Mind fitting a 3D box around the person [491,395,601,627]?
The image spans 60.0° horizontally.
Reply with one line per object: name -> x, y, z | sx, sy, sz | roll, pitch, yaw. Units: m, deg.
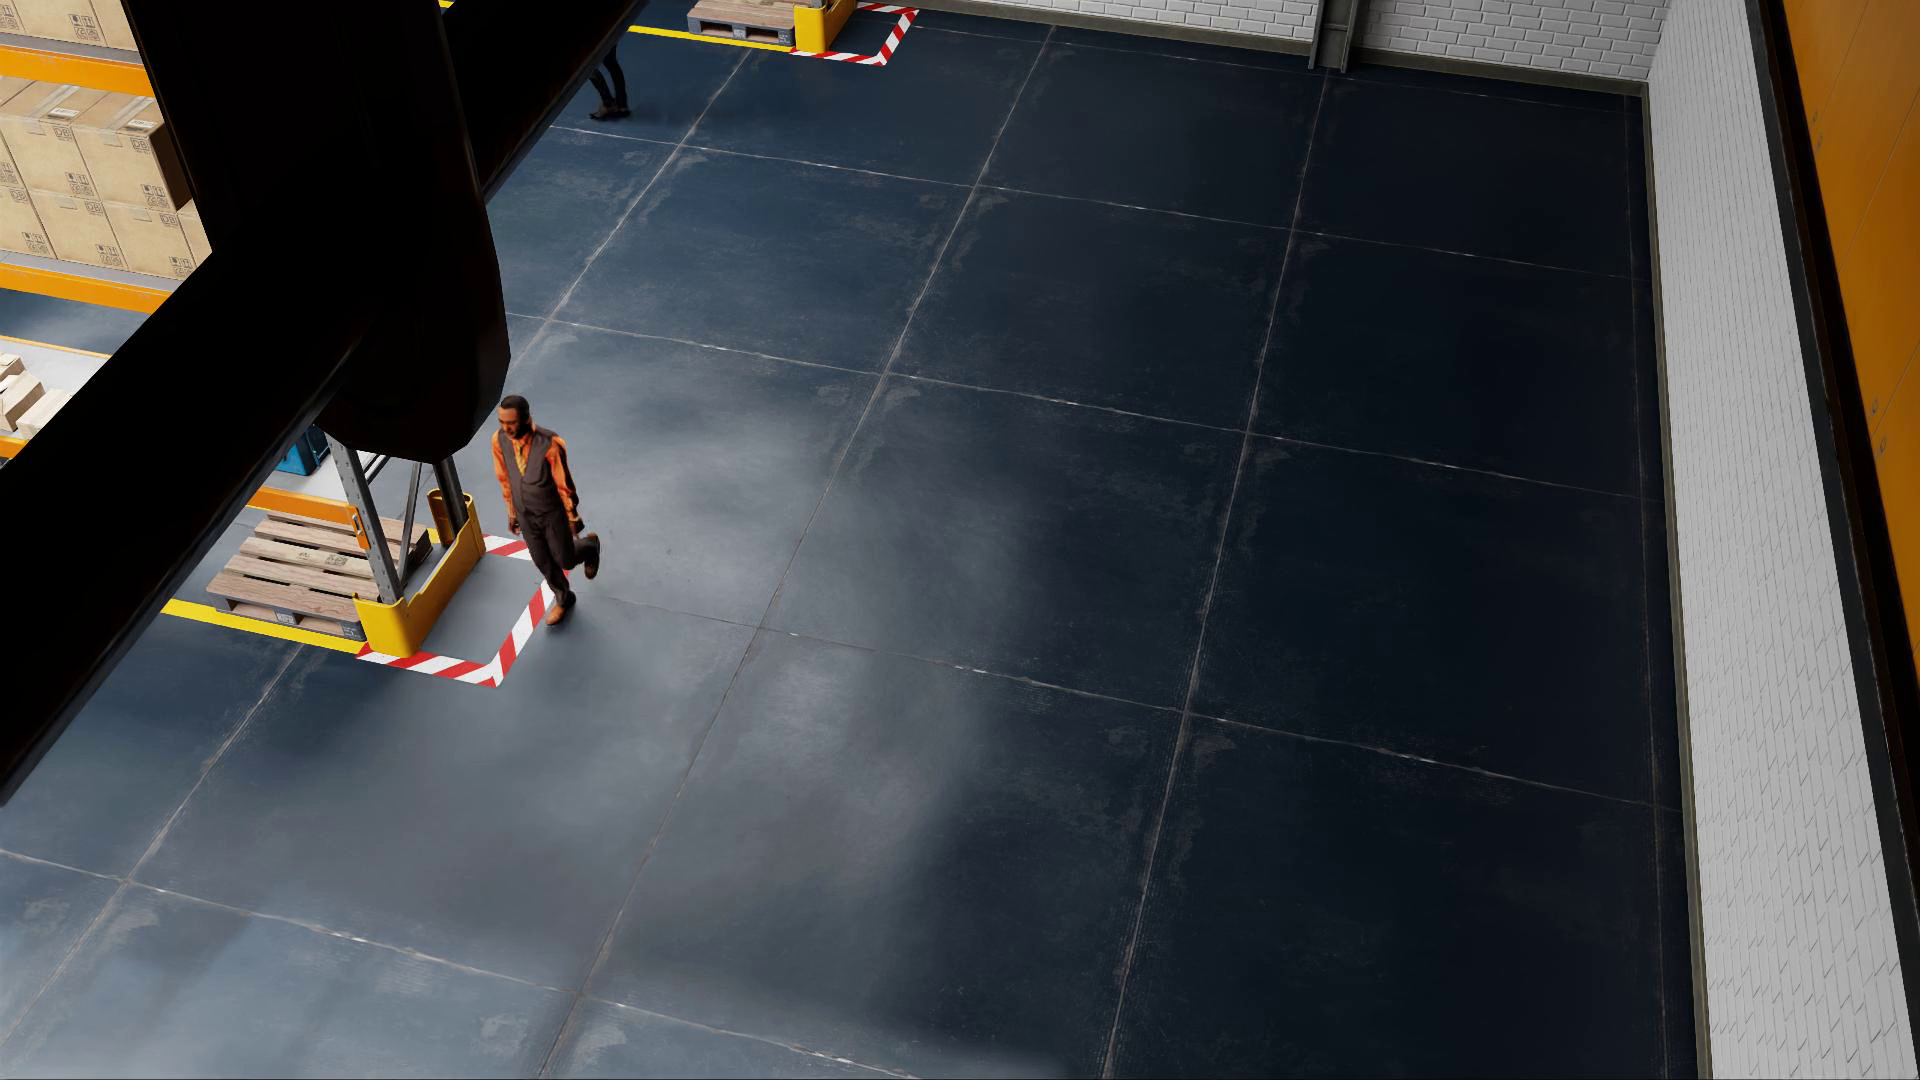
person -> -2.767, -0.275, 11.193 | 0.846, 1.891, 0.766 | 11, 45, 11

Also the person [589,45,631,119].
person -> -3.409, -4.949, 16.113 | 0.667, 1.872, 0.753 | 6, 44, 6
